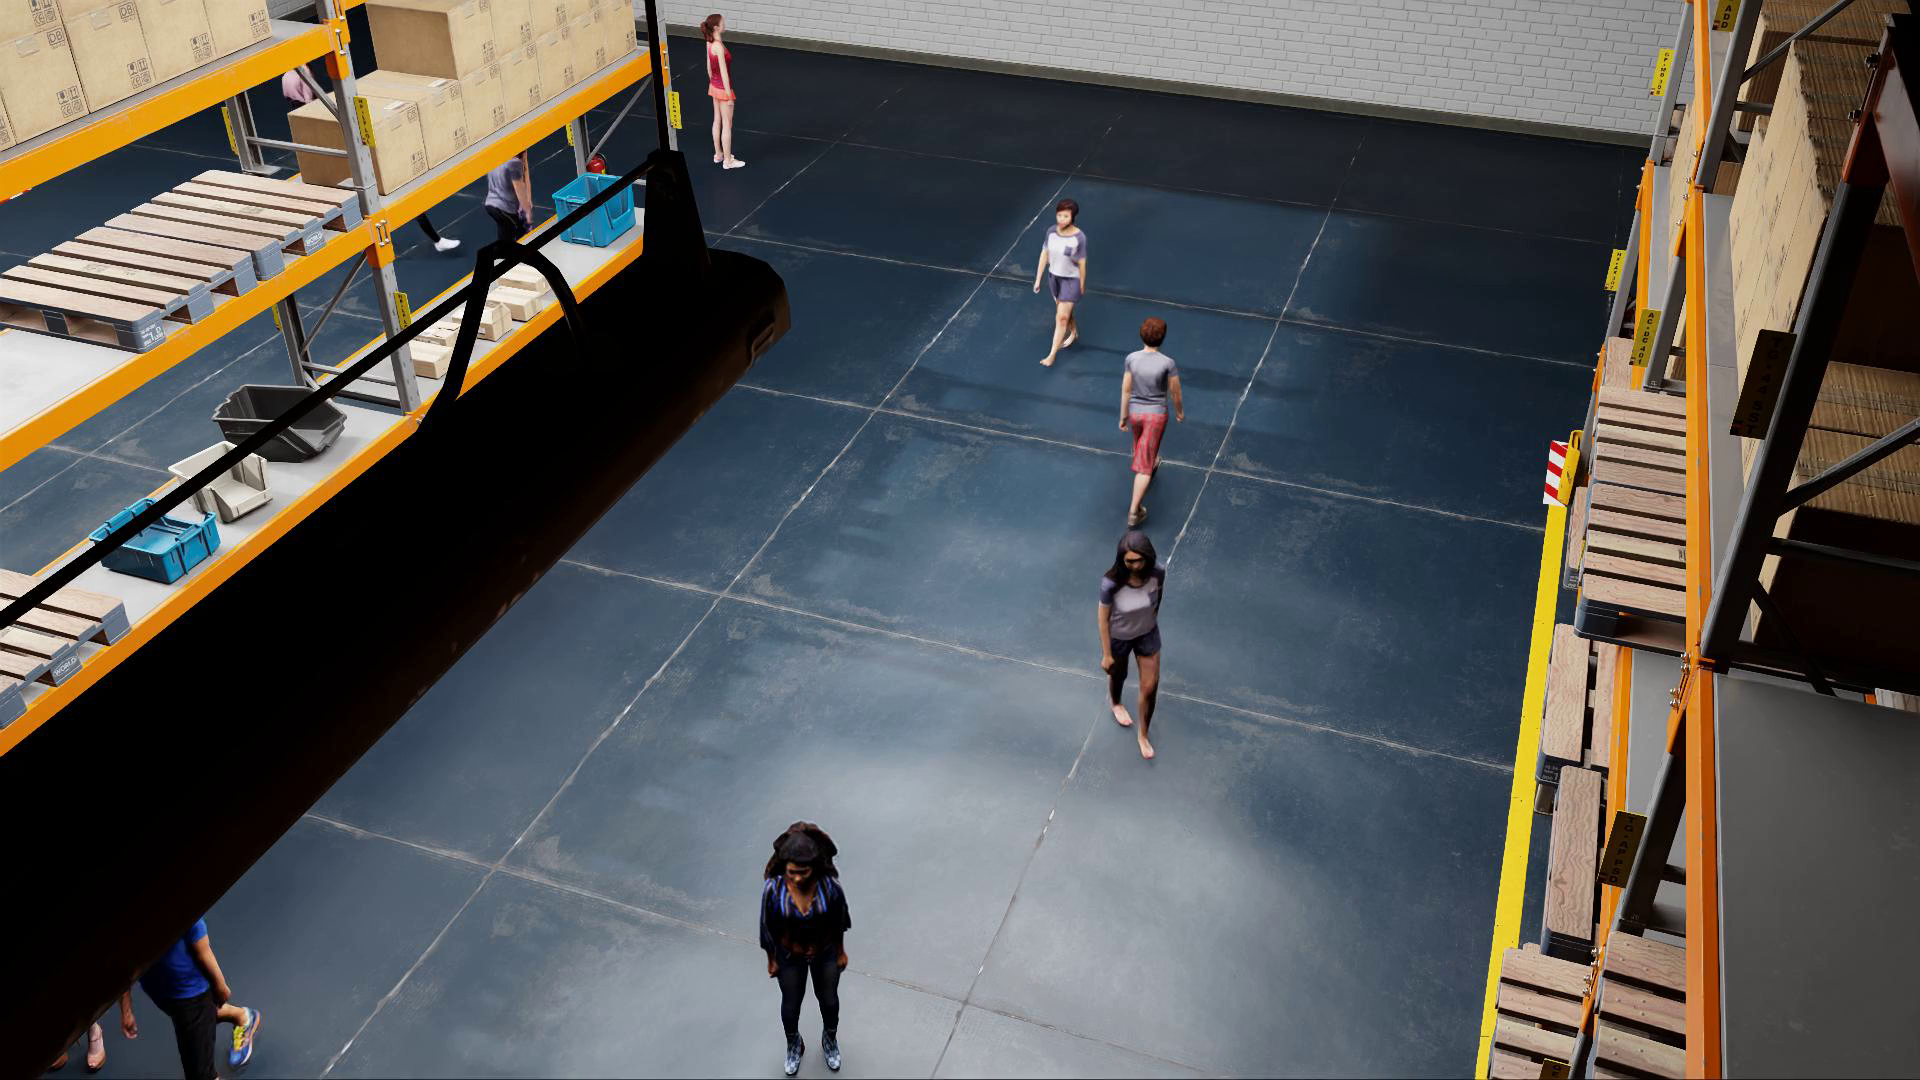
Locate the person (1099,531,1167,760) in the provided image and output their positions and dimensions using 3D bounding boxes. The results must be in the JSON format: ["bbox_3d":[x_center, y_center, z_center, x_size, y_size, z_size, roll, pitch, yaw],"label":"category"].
[{"bbox_3d":[1.086,0.565,10.588,0.868,1.657,0.963,-13,36,-19],"label":"person"}]

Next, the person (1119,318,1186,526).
[{"bbox_3d":[1.415,-0.876,12.801,0.680,1.607,1.143,16,37,22],"label":"person"}]

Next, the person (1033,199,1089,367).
[{"bbox_3d":[0.982,-2.390,15.160,0.753,1.518,1.069,22,39,29],"label":"person"}]

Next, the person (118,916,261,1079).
[{"bbox_3d":[-3.769,2.111,8.115,0.751,1.820,1.256,5,34,7],"label":"person"}]

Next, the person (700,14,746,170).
[{"bbox_3d":[-2.748,-5.178,19.142,0.713,1.753,0.667,-19,38,-26],"label":"person"}]

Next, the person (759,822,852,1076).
[{"bbox_3d":[-0.766,2.071,8.357,0.702,1.618,0.703,-4,34,-6],"label":"person"}]
